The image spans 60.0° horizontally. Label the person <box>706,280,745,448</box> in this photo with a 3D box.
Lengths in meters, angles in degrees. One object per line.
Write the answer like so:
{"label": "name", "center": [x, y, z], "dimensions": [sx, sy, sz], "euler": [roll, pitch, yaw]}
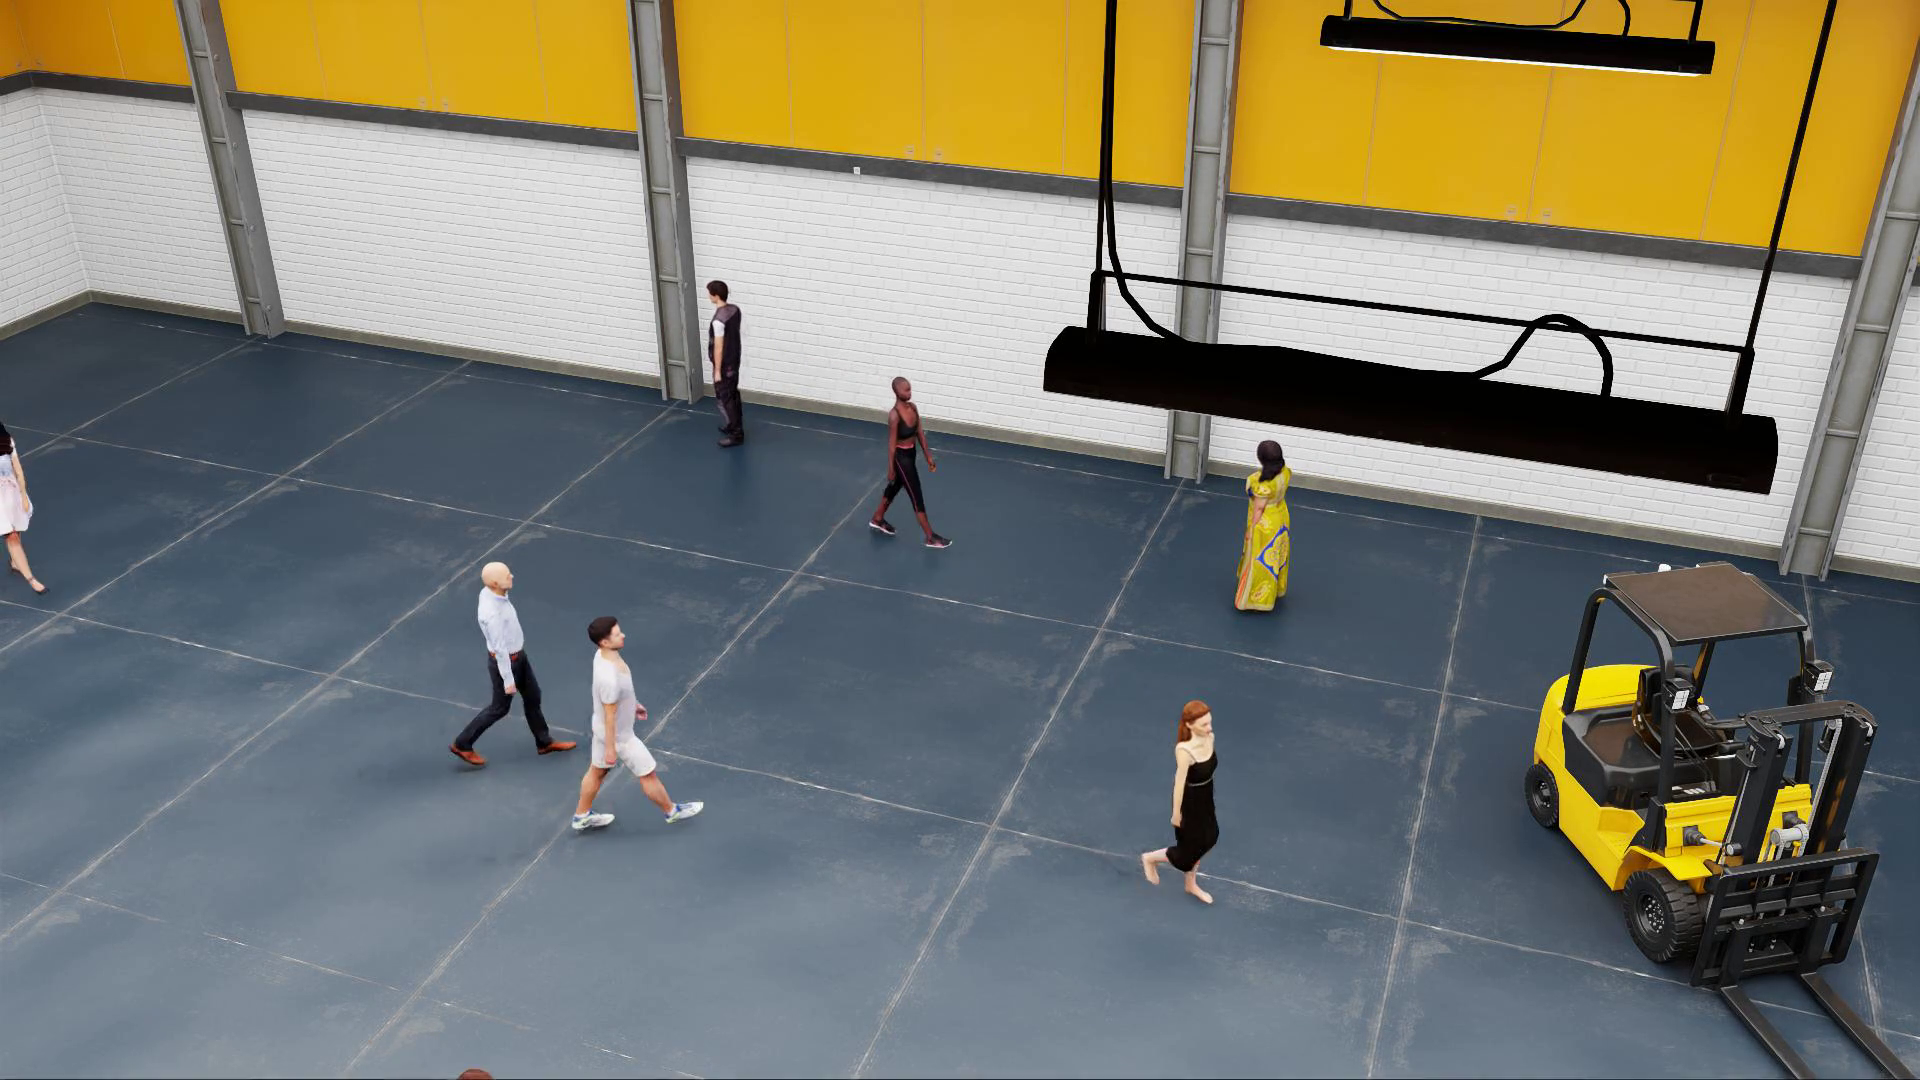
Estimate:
{"label": "person", "center": [-2.500, -1.930, 18.023], "dimensions": [0.642, 1.841, 0.694], "euler": [7, 29, 13]}

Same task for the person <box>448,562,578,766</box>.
{"label": "person", "center": [-3.562, 0.984, 12.763], "dimensions": [1.279, 1.762, 1.059], "euler": [-5, 29, -10]}

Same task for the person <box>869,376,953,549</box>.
{"label": "person", "center": [-0.618, -0.771, 16.032], "dimensions": [1.193, 1.712, 0.651], "euler": [13, 31, 22]}

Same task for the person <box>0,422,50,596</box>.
{"label": "person", "center": [-8.786, -0.358, 15.237], "dimensions": [1.003, 1.749, 1.210], "euler": [-17, 33, -28]}

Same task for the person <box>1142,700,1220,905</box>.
{"label": "person", "center": [1.536, 1.779, 11.458], "dimensions": [0.854, 1.615, 0.706], "euler": [20, 35, 32]}

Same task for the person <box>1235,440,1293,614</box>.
{"label": "person", "center": [2.751, -0.142, 14.935], "dimensions": [0.921, 1.659, 0.957], "euler": [21, 35, 33]}

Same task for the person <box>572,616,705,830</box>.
{"label": "person", "center": [-2.579, 1.371, 12.005], "dimensions": [1.291, 1.808, 1.150], "euler": [-8, 30, -15]}
